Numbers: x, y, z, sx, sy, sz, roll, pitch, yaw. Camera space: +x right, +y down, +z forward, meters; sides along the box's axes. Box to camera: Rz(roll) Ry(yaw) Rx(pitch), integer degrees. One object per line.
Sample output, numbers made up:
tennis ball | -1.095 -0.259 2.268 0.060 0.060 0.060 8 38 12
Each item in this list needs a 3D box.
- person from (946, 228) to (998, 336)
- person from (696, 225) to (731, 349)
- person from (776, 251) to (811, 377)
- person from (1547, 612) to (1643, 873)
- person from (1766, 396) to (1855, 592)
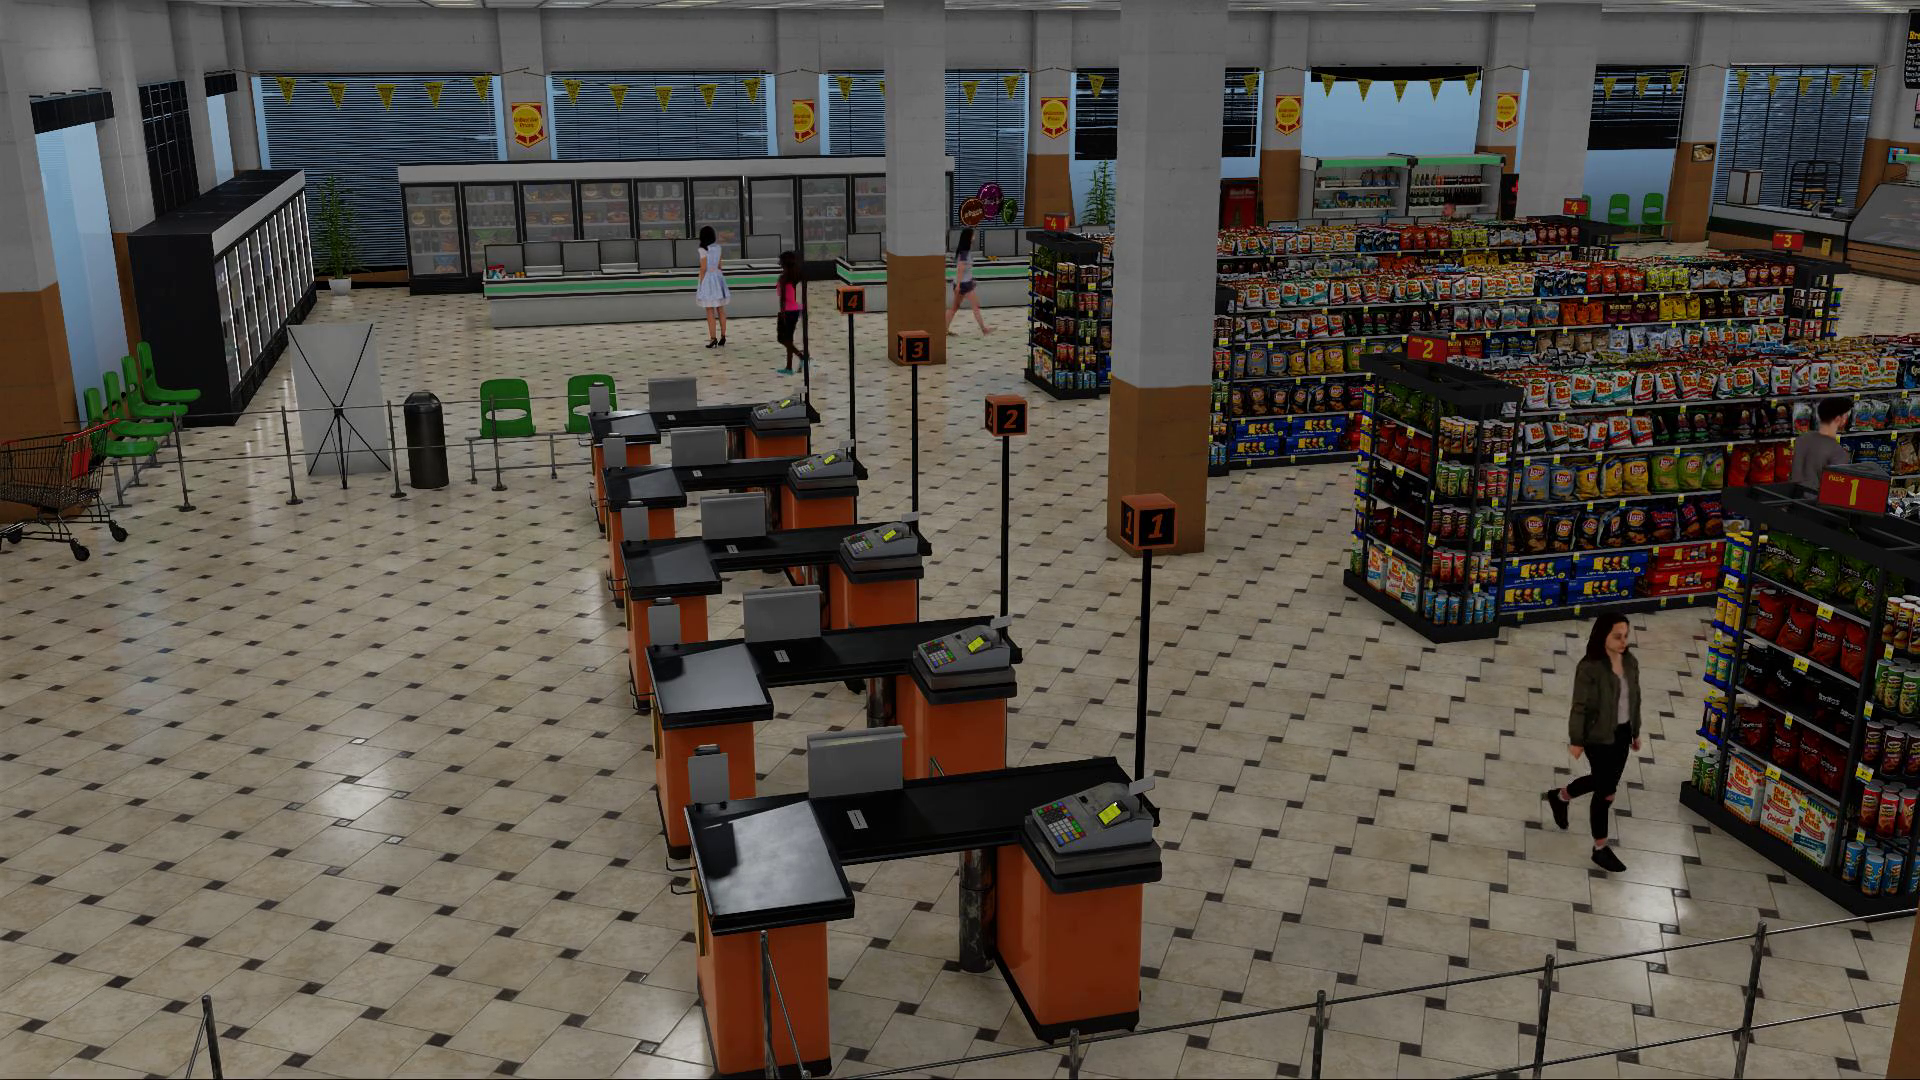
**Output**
person | -0.028 -3.942 25.677 1.132 1.664 0.790 -1 17 -2
person | -3.717 -3.795 24.936 0.908 1.813 0.835 15 22 40
person | -2.280 -3.080 22.756 0.909 1.711 0.860 10 20 30
person | 3.614 1.097 9.440 0.904 1.457 0.774 -8 19 -26
person | 6.509 -0.170 12.866 0.749 1.890 0.693 -4 17 -14
